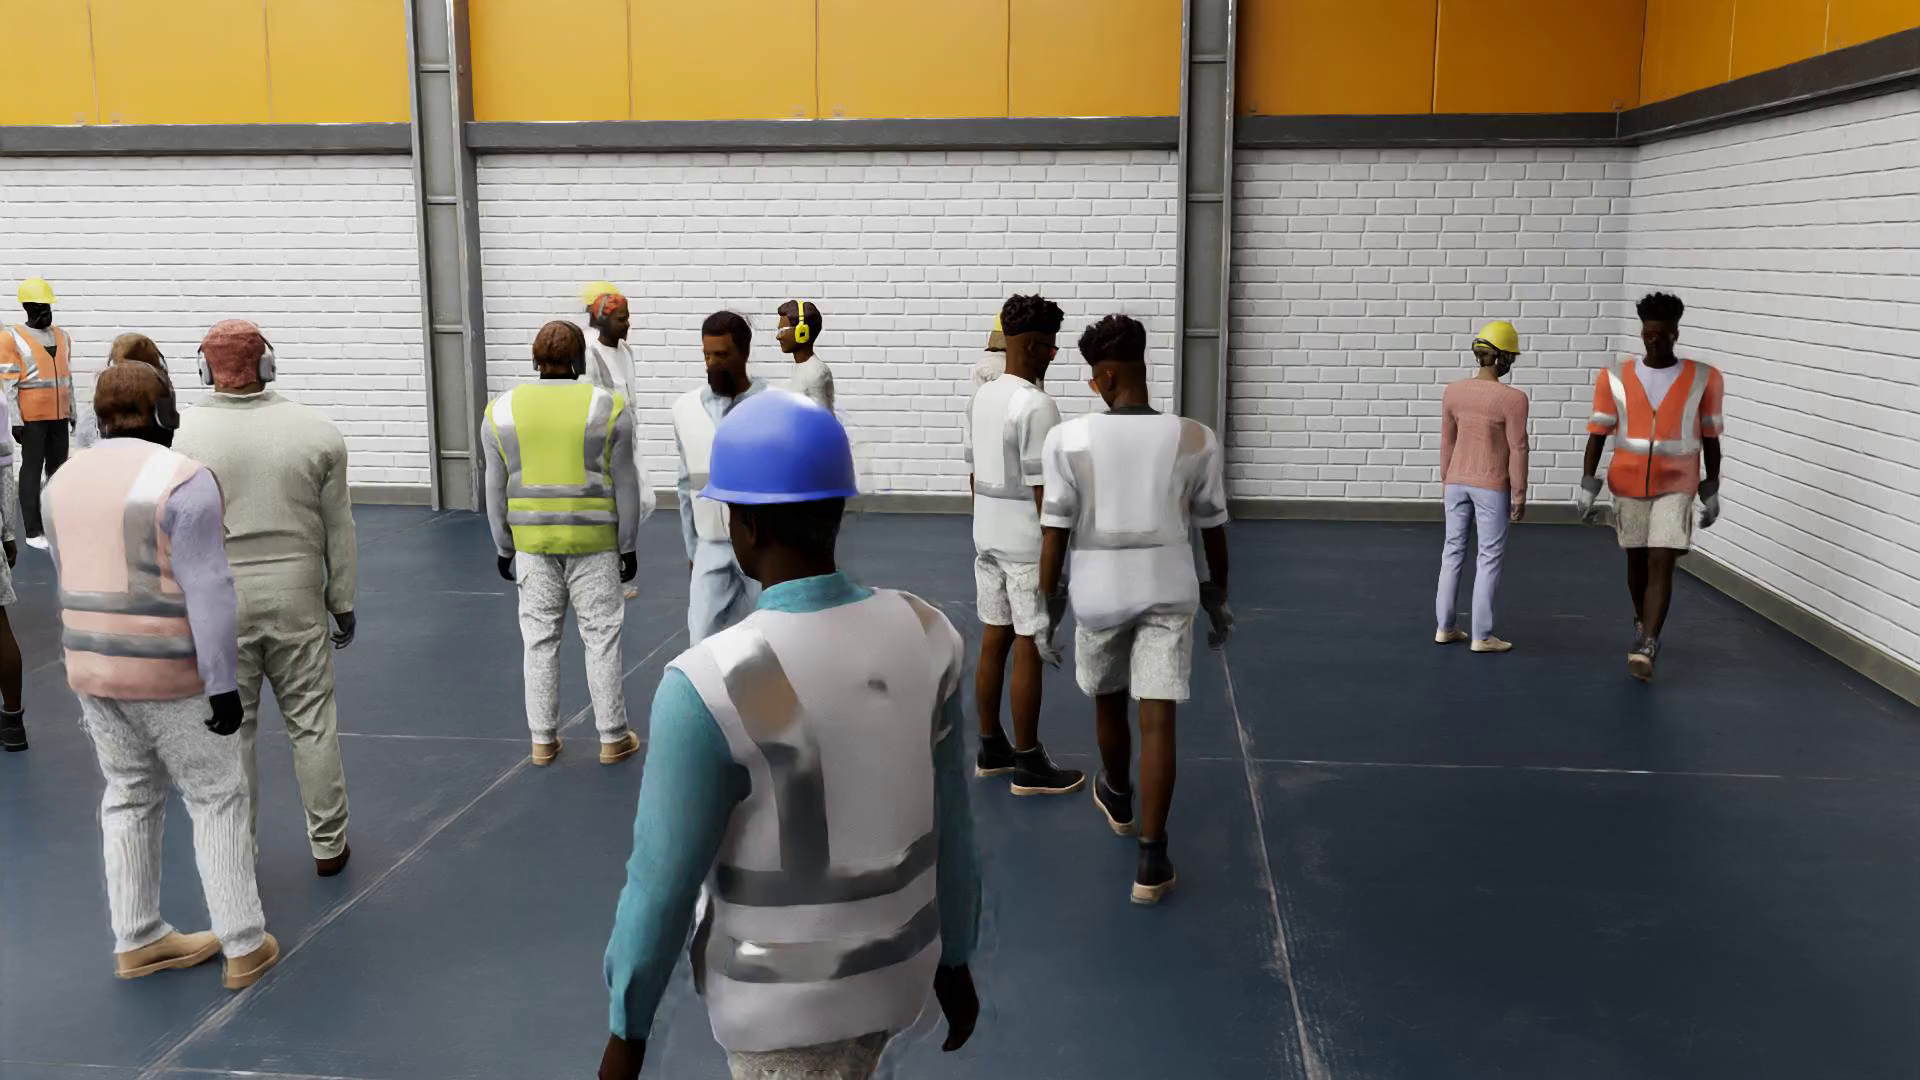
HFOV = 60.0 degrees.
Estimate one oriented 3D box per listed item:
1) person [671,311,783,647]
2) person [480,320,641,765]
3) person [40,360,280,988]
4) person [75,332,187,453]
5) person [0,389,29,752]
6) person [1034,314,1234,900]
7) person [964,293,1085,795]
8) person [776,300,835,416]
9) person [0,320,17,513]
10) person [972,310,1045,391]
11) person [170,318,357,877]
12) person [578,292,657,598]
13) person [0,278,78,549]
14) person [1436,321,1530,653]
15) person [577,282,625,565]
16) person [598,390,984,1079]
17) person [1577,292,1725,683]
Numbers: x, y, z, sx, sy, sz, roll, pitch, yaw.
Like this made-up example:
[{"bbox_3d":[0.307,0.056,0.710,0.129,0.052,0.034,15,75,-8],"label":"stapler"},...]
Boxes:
[{"bbox_3d":[-0.907,0.047,6.625,0.595,1.878,0.903,2,10,13],"label":"person"},{"bbox_3d":[-1.624,0.019,6.876,0.624,1.845,0.430,0,10,1],"label":"person"},{"bbox_3d":[-2.321,0.406,4.795,0.658,1.829,0.438,4,11,23],"label":"person"},{"bbox_3d":[-3.293,0.064,6.753,0.521,1.804,0.905,-4,11,-23],"label":"person"},{"bbox_3d":[-4.198,-0.032,6.886,0.378,1.938,0.547,7,12,36],"label":"person"},{"bbox_3d":[0.607,0.187,5.715,0.677,1.900,0.972,1,10,5],"label":"person"},{"bbox_3d":[0.244,0.018,6.547,0.369,1.958,0.602,-5,11,-28],"label":"person"},{"bbox_3d":[-0.799,-0.319,8.731,0.309,1.868,0.535,-2,10,-12],"label":"person"},{"bbox_3d":[-7.763,-1.147,13.191,0.367,1.966,0.607,-2,10,-10],"label":"person"},{"bbox_3d":[0.312,-0.642,10.937,0.489,1.743,0.323,-2,10,-11],"label":"person"},{"bbox_3d":[-2.355,0.217,5.563,0.649,1.904,0.401,-6,11,-30],"label":"person"},{"bbox_3d":[-2.102,-0.566,10.131,0.419,1.867,0.607,4,11,19],"label":"person"},{"bbox_3d":[-6.570,-0.909,11.944,0.367,1.927,0.584,3,10,17],"label":"person"},{"bbox_3d":[2.780,-0.275,8.817,0.339,1.755,0.531,-8,13,-37],"label":"person"},{"bbox_3d":[-2.459,-0.780,11.295,0.445,1.915,0.630,-7,12,-37],"label":"person"},{"bbox_3d":[-0.322,0.703,2.782,0.979,1.893,0.641,8,13,39],"label":"person"},{"bbox_3d":[3.433,-0.270,8.311,0.634,1.907,1.004,6,12,31],"label":"person"}]
